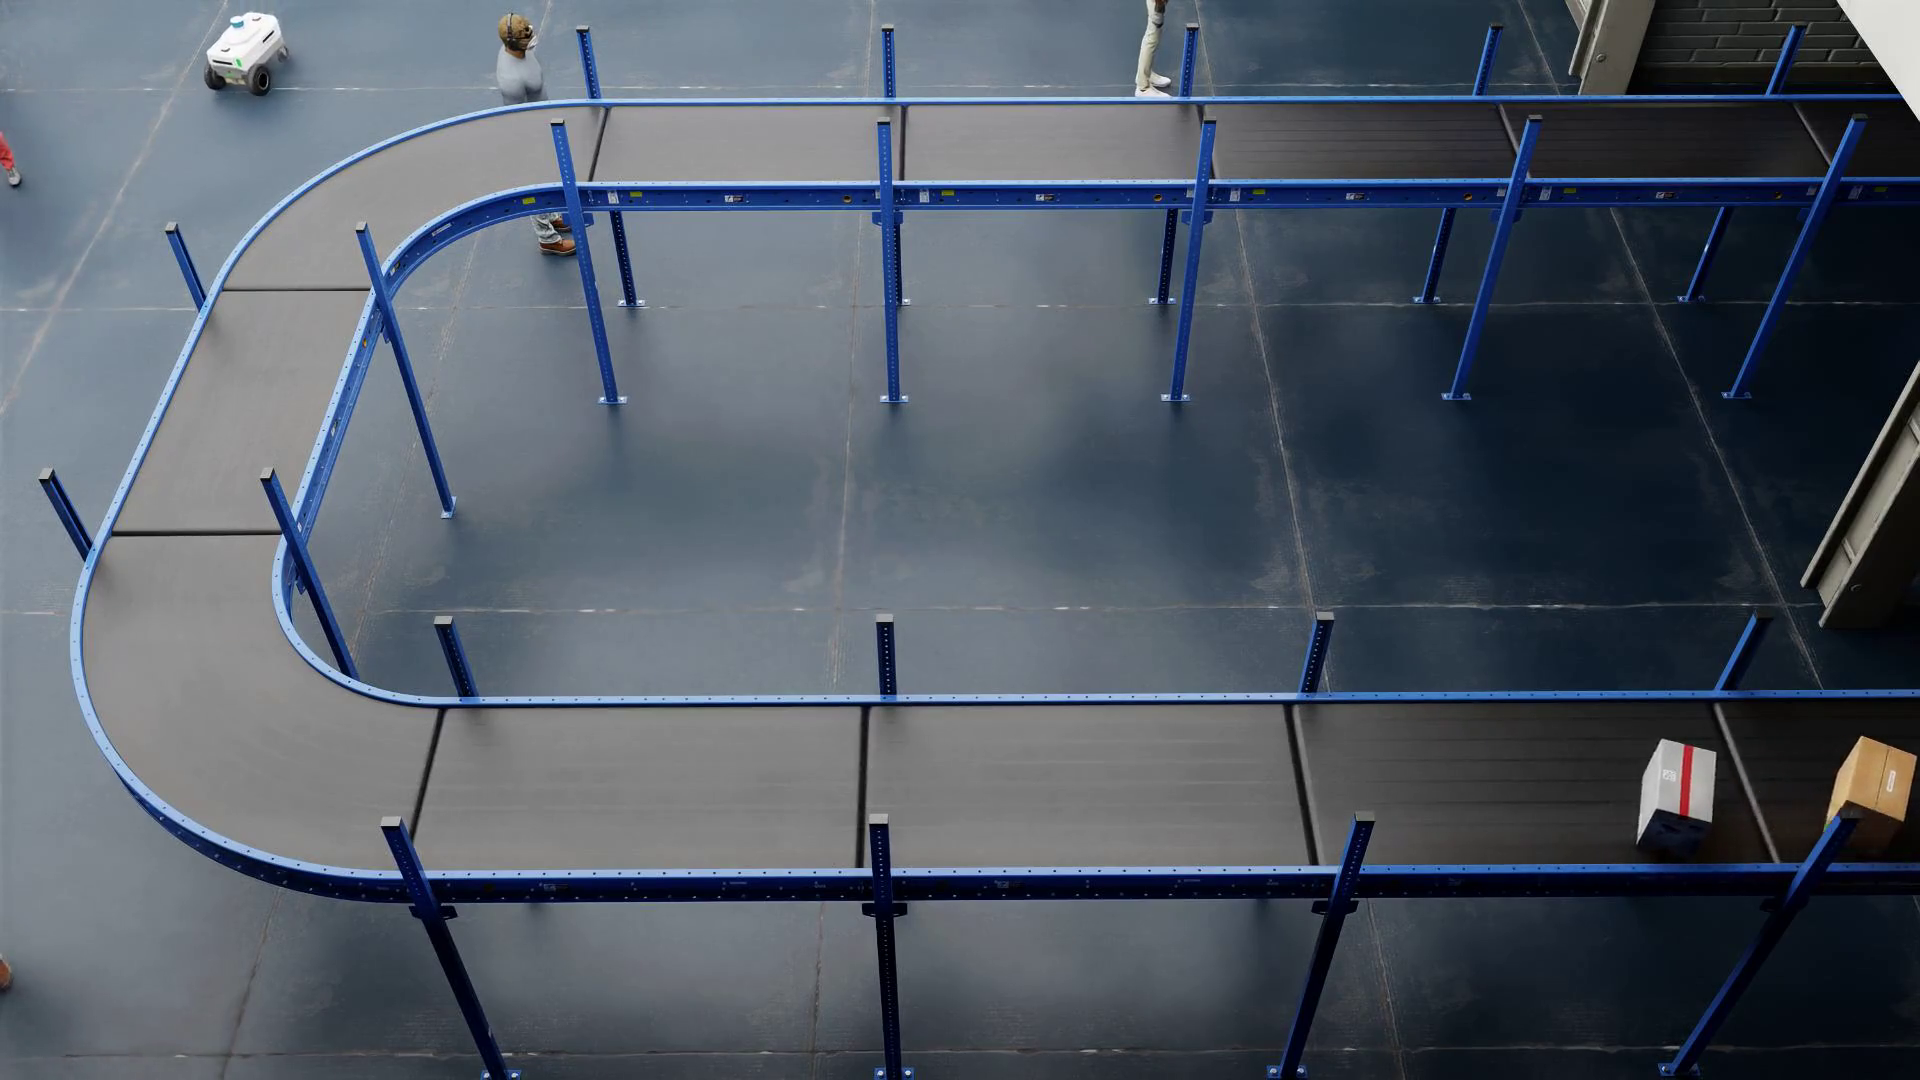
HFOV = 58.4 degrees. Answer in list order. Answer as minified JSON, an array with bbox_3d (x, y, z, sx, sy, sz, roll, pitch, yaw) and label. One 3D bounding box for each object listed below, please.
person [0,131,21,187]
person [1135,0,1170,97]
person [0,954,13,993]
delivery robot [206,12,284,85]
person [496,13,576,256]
[{"bbox_3d":[-7.821,-3.510,13.345,0.526,1.768,0.331,-11,48,-10],"label":"person"},{"bbox_3d":[1.665,-4.520,14.227,0.323,1.865,0.517,8,47,7],"label":"person"},{"bbox_3d":[-5.177,1.662,8.412,0.612,1.930,0.433,-31,54,-26],"label":"person"},{"bbox_3d":[-6.180,-4.284,14.848,0.477,0.478,0.707,10,48,9],"label":"delivery robot"},{"bbox_3d":[-3.168,-3.027,12.779,0.373,1.940,0.629,-7,47,-6],"label":"person"}]
